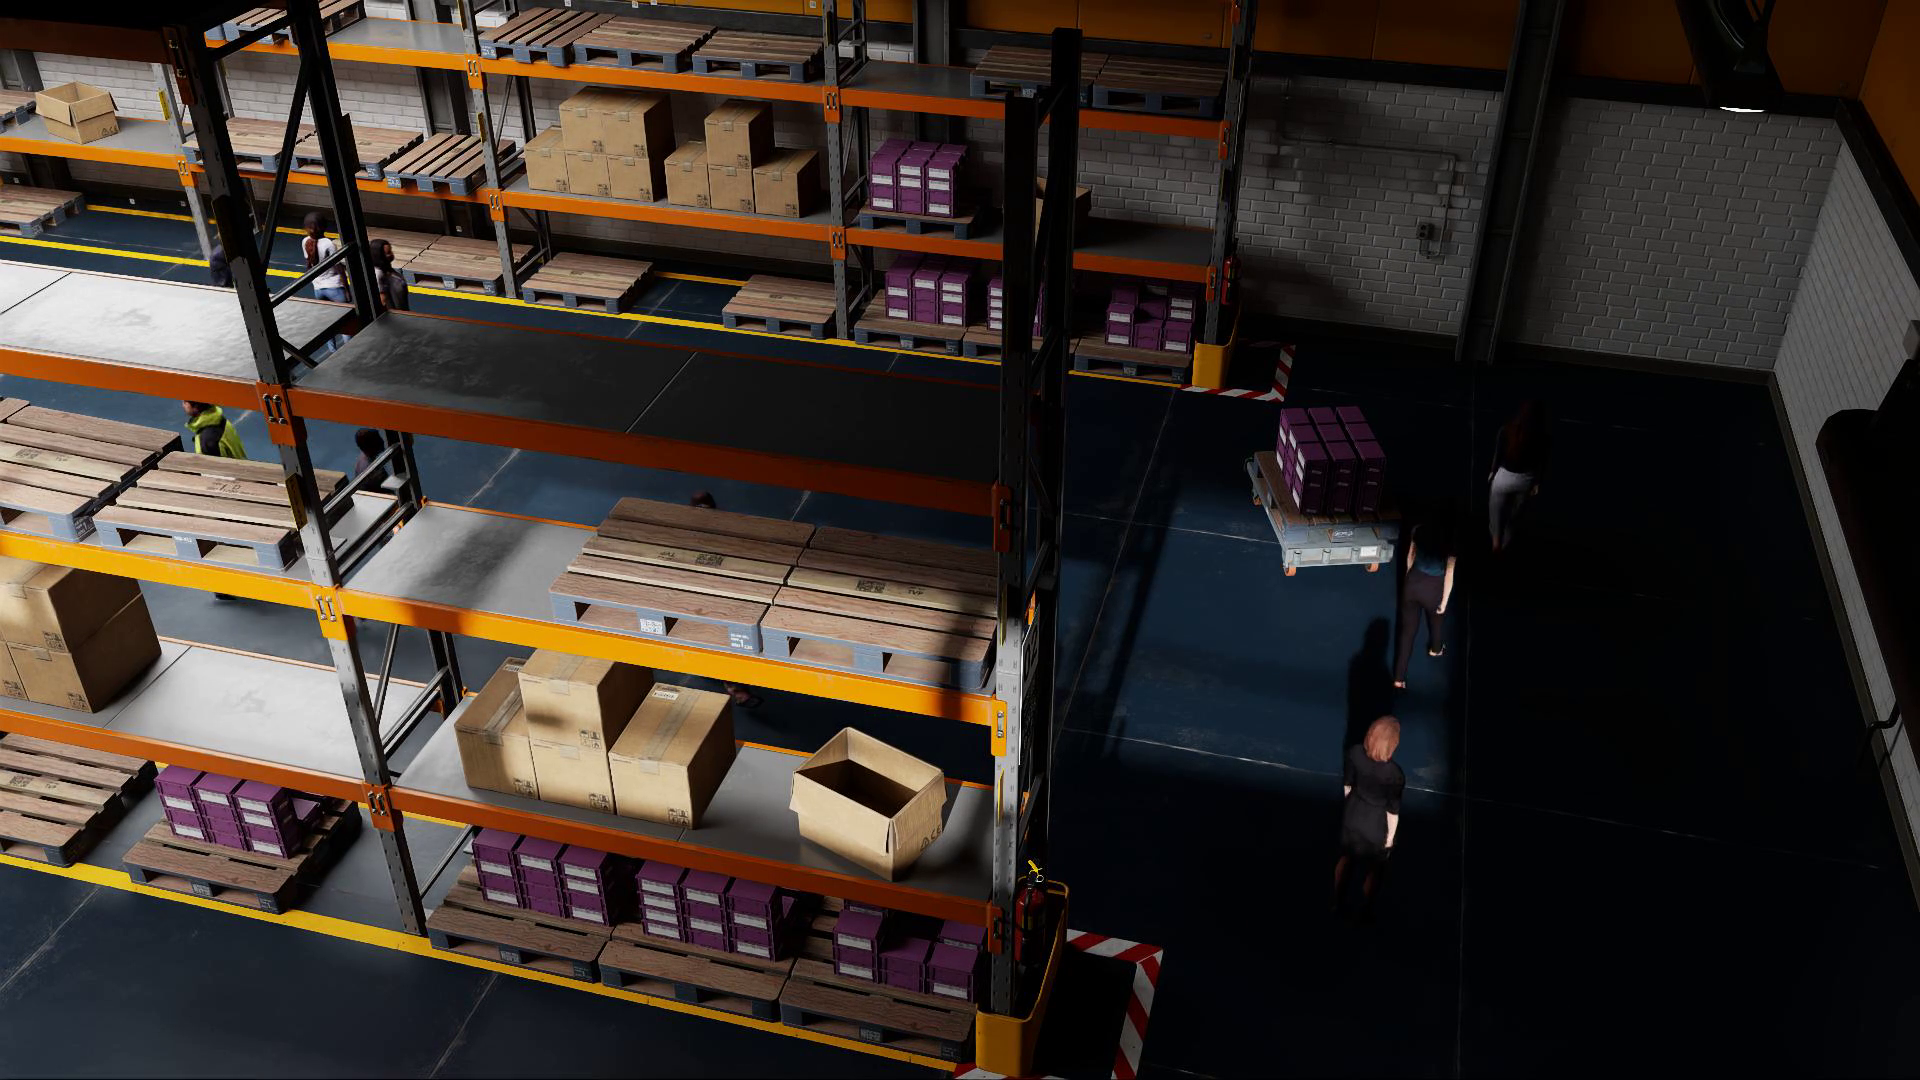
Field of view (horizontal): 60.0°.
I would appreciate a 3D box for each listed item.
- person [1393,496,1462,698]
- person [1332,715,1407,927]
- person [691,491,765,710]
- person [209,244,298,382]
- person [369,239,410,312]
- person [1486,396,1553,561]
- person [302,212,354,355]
[{"bbox_3d":[3.505,0.457,12.689,1.020,1.709,0.879,21,39,28],"label":"person"},{"bbox_3d":[2.583,1.824,10.639,0.723,1.702,0.613,-28,42,-35],"label":"person"},{"bbox_3d":[-1.970,0.386,12.724,1.273,1.789,0.984,23,40,30],"label":"person"},{"bbox_3d":[-7.339,-2.471,16.968,0.945,1.849,0.916,26,42,33],"label":"person"},{"bbox_3d":[-5.827,-2.309,16.941,0.805,1.609,0.762,-7,34,-11],"label":"person"},{"bbox_3d":[4.733,-0.476,14.196,0.730,1.594,0.656,8,35,12],"label":"person"},{"bbox_3d":[-6.534,-2.591,17.266,0.466,1.719,0.660,11,35,17],"label":"person"}]
